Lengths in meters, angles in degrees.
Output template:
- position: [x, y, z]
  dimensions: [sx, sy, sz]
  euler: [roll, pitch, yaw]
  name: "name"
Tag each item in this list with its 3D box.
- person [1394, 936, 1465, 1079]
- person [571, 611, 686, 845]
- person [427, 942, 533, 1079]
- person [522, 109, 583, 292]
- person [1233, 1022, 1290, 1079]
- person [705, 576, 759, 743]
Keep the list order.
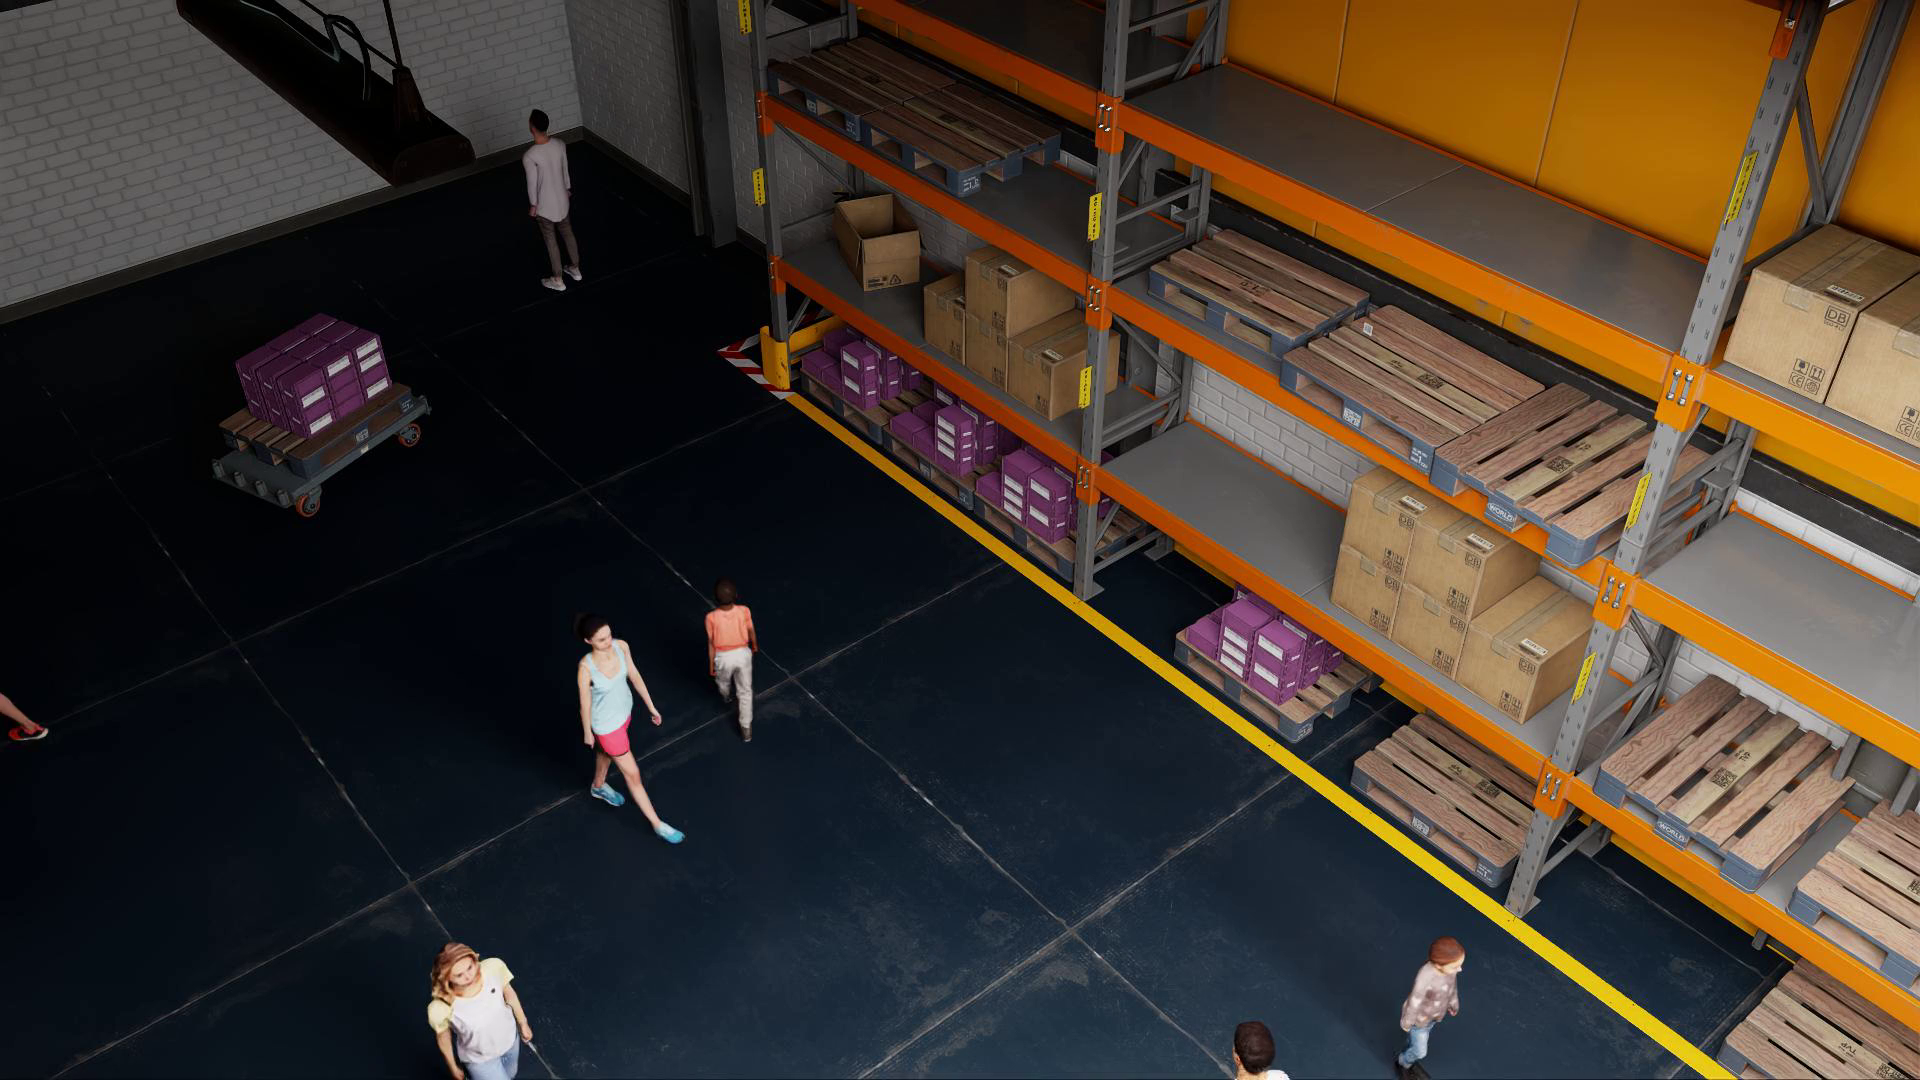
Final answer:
- position: [2.565, 2.589, 9.280]
  dimensions: [0.511, 1.188, 0.472]
  euler: [-25, 45, -28]
  name: "person"
- position: [-2.291, 1.129, 10.679]
  dimensions: [1.186, 1.724, 0.846]
  euler: [19, 42, 23]
  name: "person"
- position: [-2.549, 2.641, 8.804]
  dimensions: [1.124, 1.700, 0.800]
  euler: [25, 45, 28]
  name: "person"
- position: [-3.975, -3.317, 16.152]
  dimensions: [0.649, 1.840, 0.724]
  euler: [24, 45, 27]
  name: "person"
- position: [1.448, 3.114, 8.223]
  dimensions: [0.705, 1.687, 0.873]
  euler: [-23, 44, -26]
  name: "person"
- position: [-1.550, 0.840, 11.394]
  dimensions: [0.748, 1.283, 0.927]
  euler: [-8, 39, -10]
  name: "person"
